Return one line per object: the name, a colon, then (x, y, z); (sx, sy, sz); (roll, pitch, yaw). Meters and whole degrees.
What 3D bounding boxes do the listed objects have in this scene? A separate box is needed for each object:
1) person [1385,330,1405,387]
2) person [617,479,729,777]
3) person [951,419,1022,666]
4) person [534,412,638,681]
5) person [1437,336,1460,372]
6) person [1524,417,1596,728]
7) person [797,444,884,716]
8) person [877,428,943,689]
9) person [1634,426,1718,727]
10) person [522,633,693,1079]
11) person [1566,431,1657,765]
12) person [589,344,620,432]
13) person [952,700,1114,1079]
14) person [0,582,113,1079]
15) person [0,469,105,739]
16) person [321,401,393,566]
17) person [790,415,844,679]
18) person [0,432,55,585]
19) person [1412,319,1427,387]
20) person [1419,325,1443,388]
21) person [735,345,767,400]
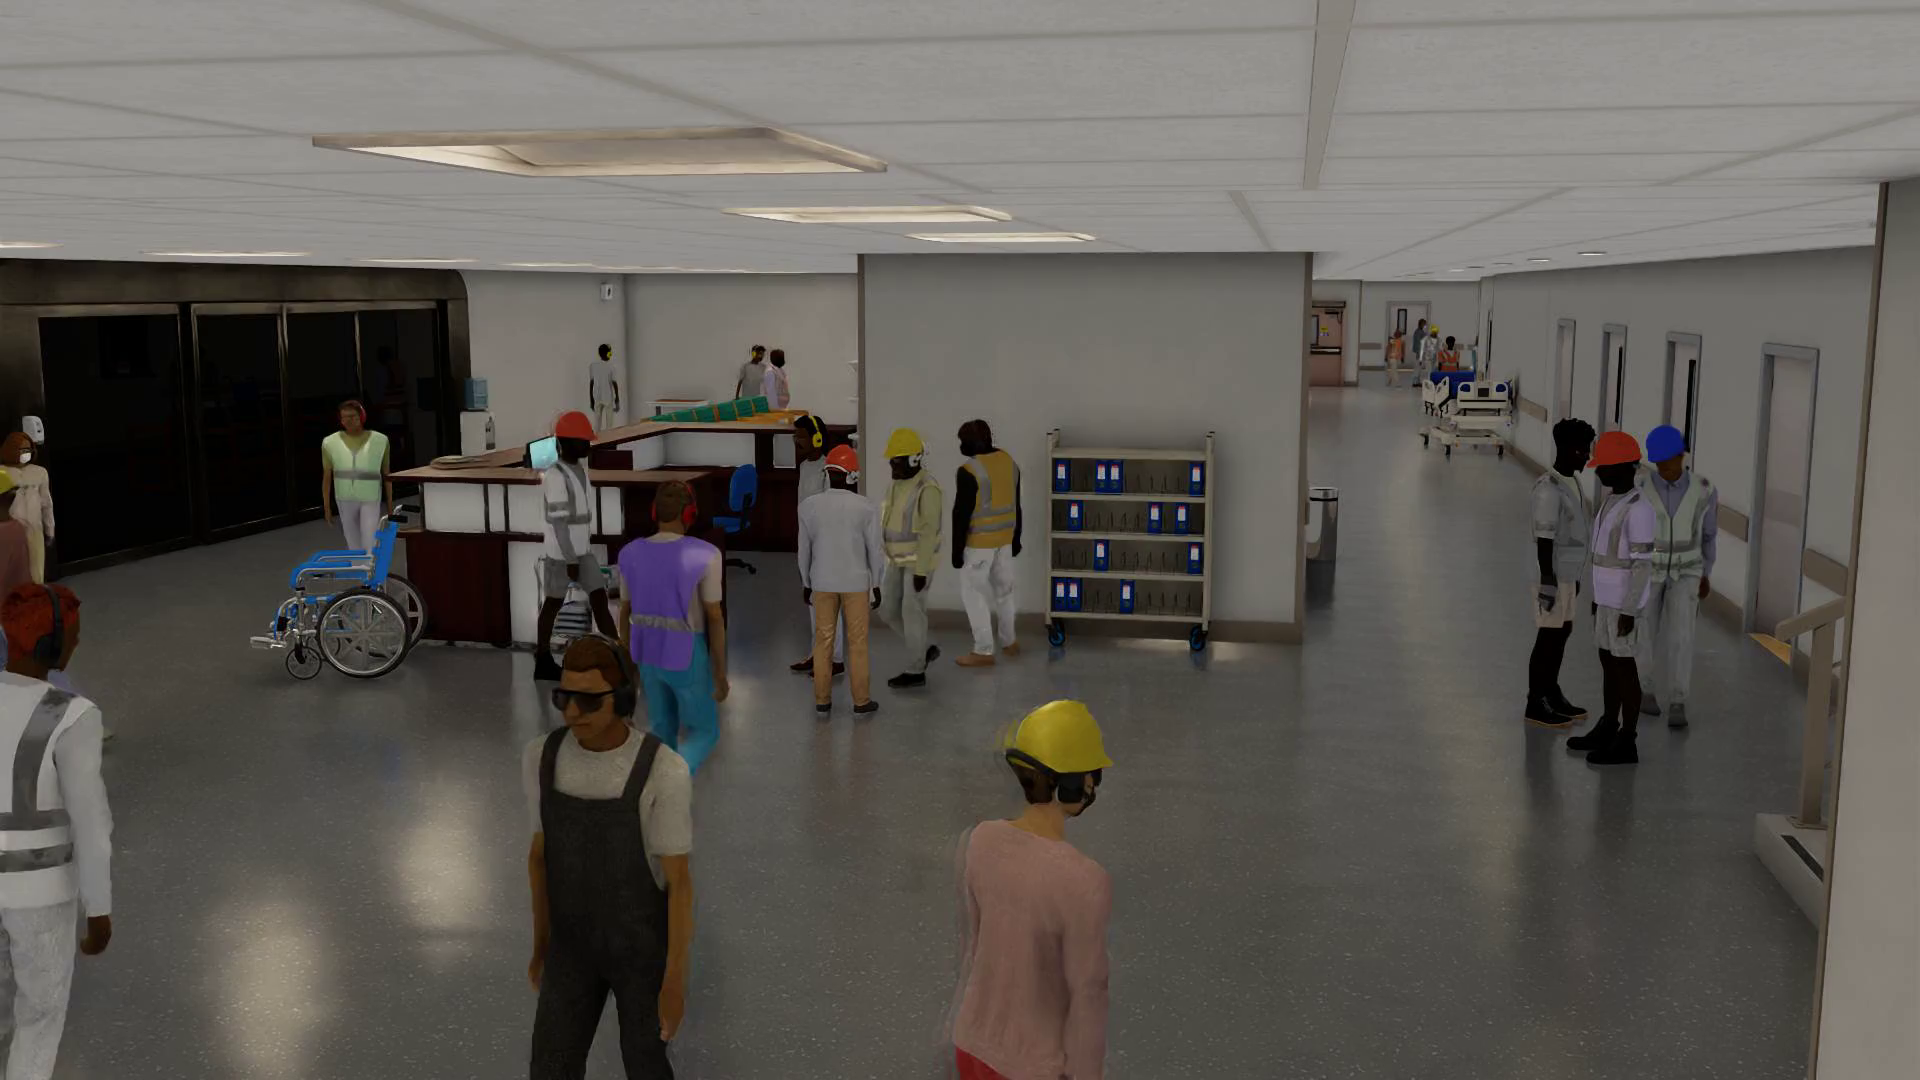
person: (12.207, -5.080, 46.682); (0.497, 1.589, 0.755); (-3, 9, -17)
person: (-1.417, 0.615, 8.128); (0.591, 1.817, 0.502); (3, 9, 22)
person: (0.243, 0.006, 12.244); (0.429, 1.812, 0.837); (8, 11, 41)
person: (-2.584, 0.068, 11.505); (0.949, 1.891, 0.575); (2, 9, 14)
person: (11.043, -3.763, 37.584); (0.540, 1.696, 0.317); (-2, 9, -11)
person: (3.758, 0.204, 10.436); (0.388, 1.950, 0.621); (6, 10, 34)
person: (-0.758, 0.259, 10.706); (0.568, 1.751, 0.329); (2, 9, 11)
person: (-0.346, 0.133, 11.360); (0.432, 1.807, 0.604); (-5, 10, -30)
person: (4.431, 0.221, 10.469); (0.630, 1.893, 0.834); (3, 9, 16)
person: (-0.998, 1.162, 4.474); (0.550, 1.821, 0.730); (2, 9, 15)
person: (3.783, 0.335, 9.627); (0.375, 1.930, 0.542); (0, 9, 2)
person: (-5.806, -2.267, 27.149); (0.519, 1.861, 0.349); (2, 9, 14)
person: (0.188, 1.259, 4.080); (0.418, 1.750, 0.540); (-7, 11, -40)
person: (-2.875, 1.062, 5.021); (0.619, 1.861, 0.564); (3, 9, 18)
person: (-5.522, 0.427, 9.697); (0.924, 1.724, 0.534); (-3, 9, -21)
person: (-5.245, -0.323, 14.479); (0.567, 1.783, 1.005); (-2, 9, -12)
person: (-1.015, 0.044, 11.800); (0.324, 1.861, 0.510); (-6, 10, -33)
person: (-7.430, -0.048, 13.191); (0.285, 1.627, 0.504); (5, 10, 30)
person: (12.898, -5.246, 46.683); (0.382, 1.928, 0.634); (4, 10, 26)
person: (12.506, -4.765, 43.900); (0.601, 1.789, 0.880); (-2, 9, -16)
person: (-3.433, -2.315, 27.578); (0.544, 1.820, 0.918); (-8, 12, -43)
